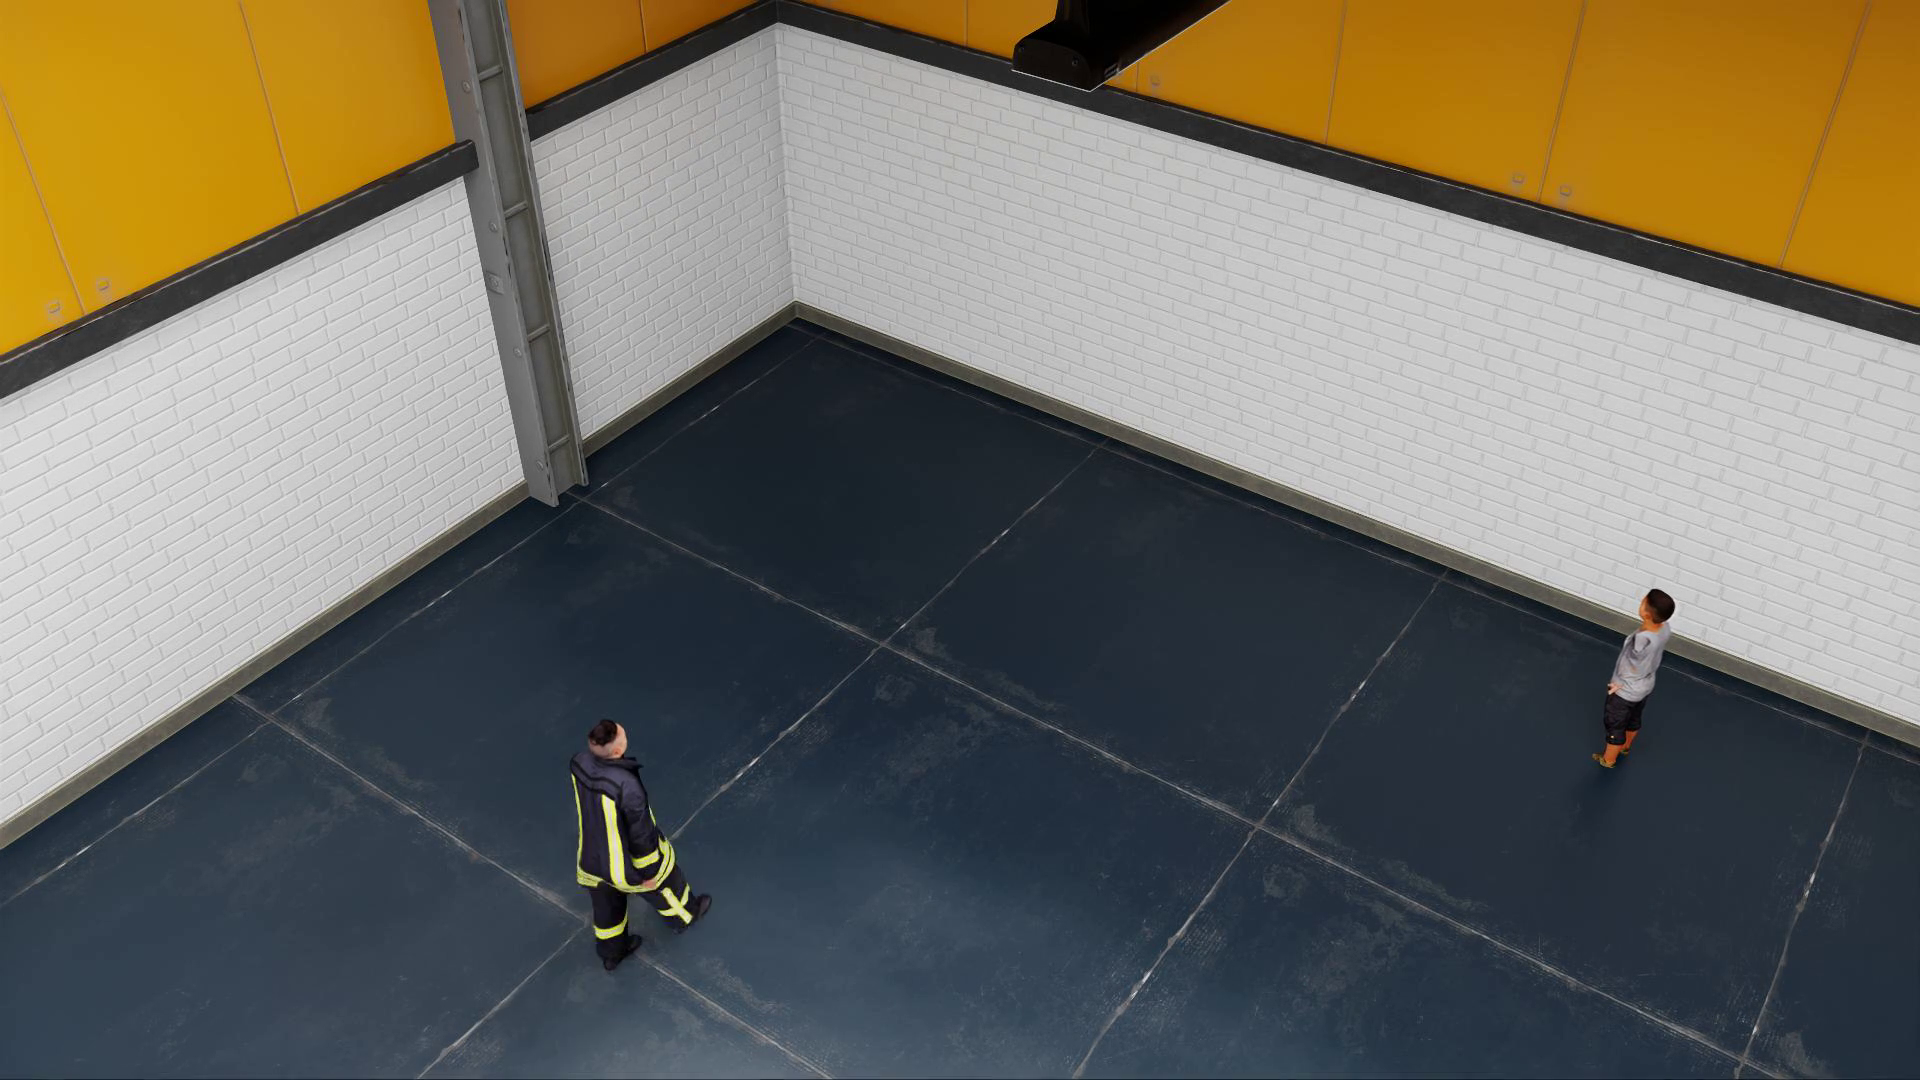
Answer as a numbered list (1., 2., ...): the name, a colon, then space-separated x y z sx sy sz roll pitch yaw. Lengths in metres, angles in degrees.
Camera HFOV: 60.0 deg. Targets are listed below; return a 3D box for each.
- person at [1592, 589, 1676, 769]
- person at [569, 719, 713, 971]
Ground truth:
1. person: 4.326 0.853 10.644 0.507 1.455 0.687 -28 46 -31
2. person: -1.943 1.737 9.231 0.765 1.837 0.935 23 44 27
